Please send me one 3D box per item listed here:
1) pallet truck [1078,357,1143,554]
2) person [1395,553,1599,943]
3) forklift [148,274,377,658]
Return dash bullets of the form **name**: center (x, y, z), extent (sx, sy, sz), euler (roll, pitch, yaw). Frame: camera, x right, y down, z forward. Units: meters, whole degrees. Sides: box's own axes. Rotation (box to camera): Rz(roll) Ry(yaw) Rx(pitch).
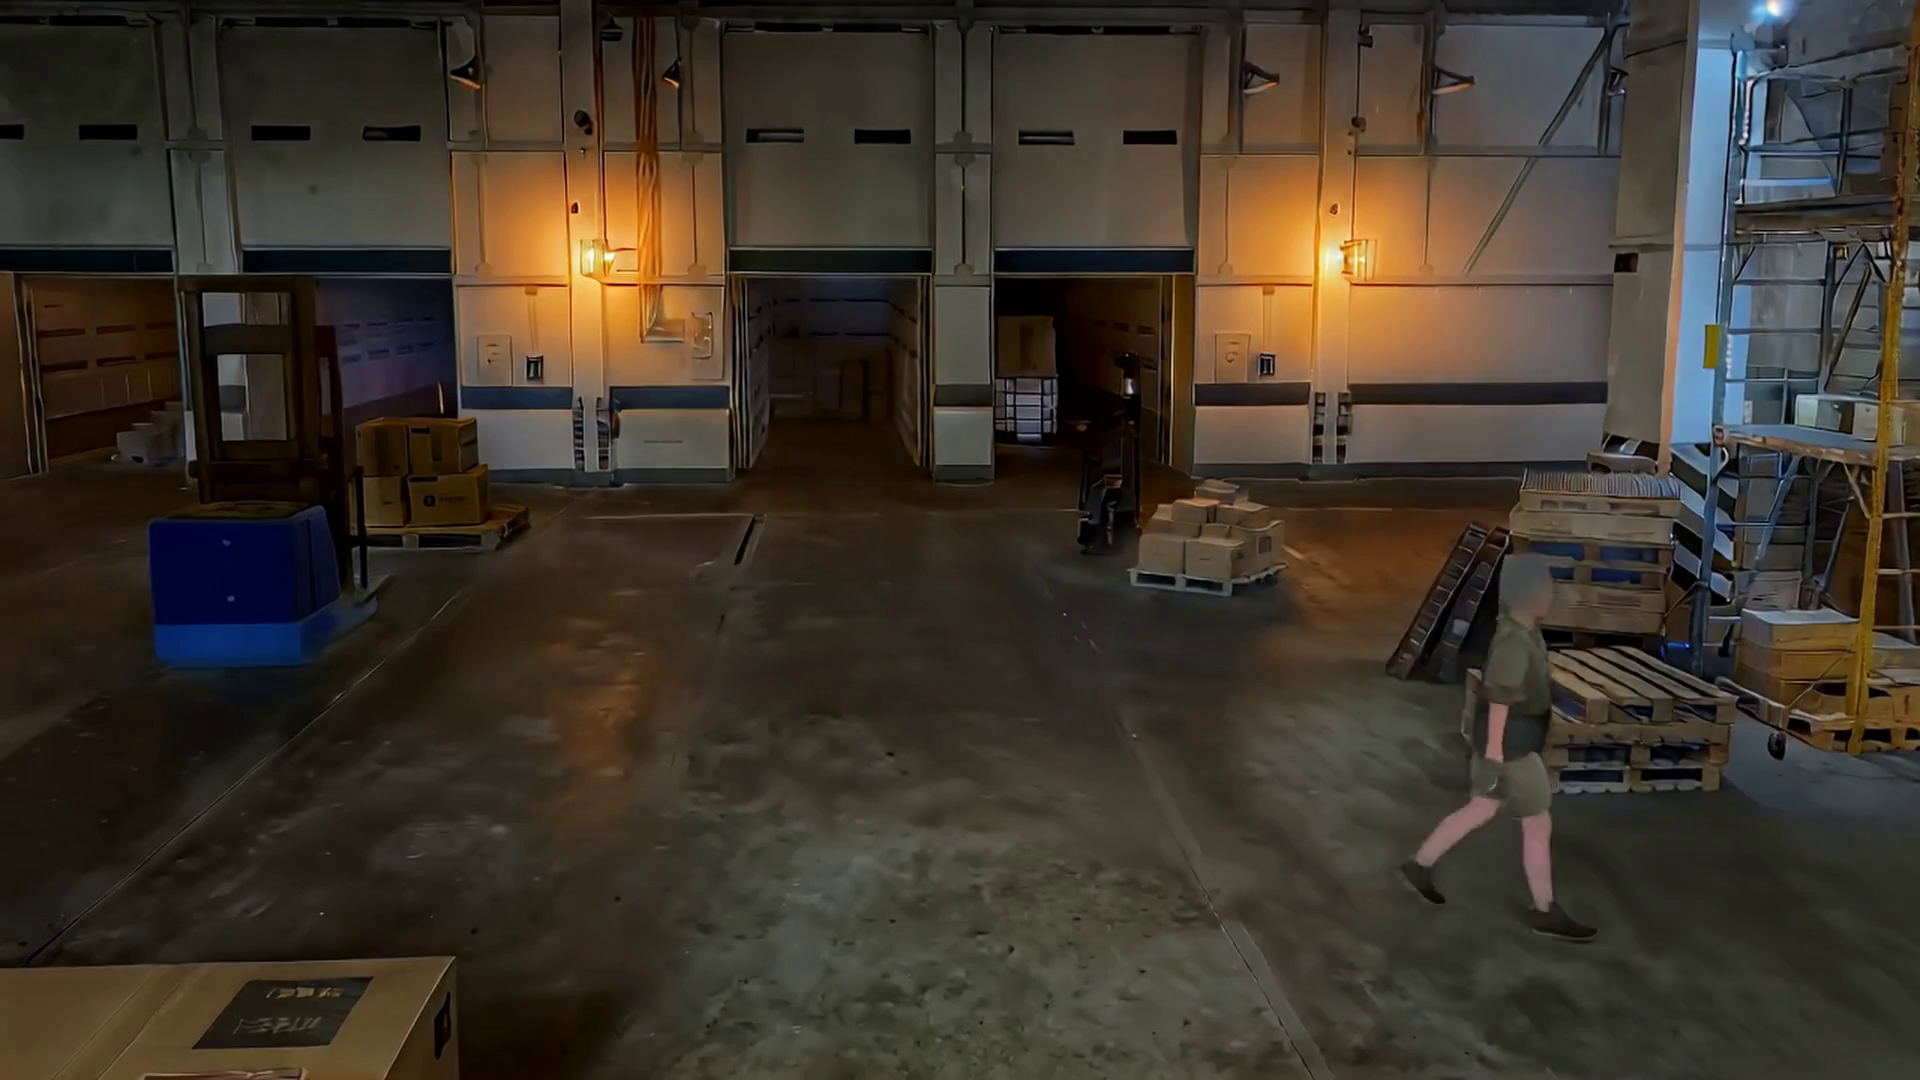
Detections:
- **pallet truck**: center (2.088, -0.836, 16.757), extent (1.885, 1.965, 0.823), euler (2, 9, 13)
- **person**: center (2.306, 0.862, 7.154), extent (0.840, 1.667, 0.548), euler (4, 10, 22)
- **forklift**: center (-5.348, -0.627, 12.681), extent (1.129, 2.768, 1.873), euler (-1, 9, -4)
